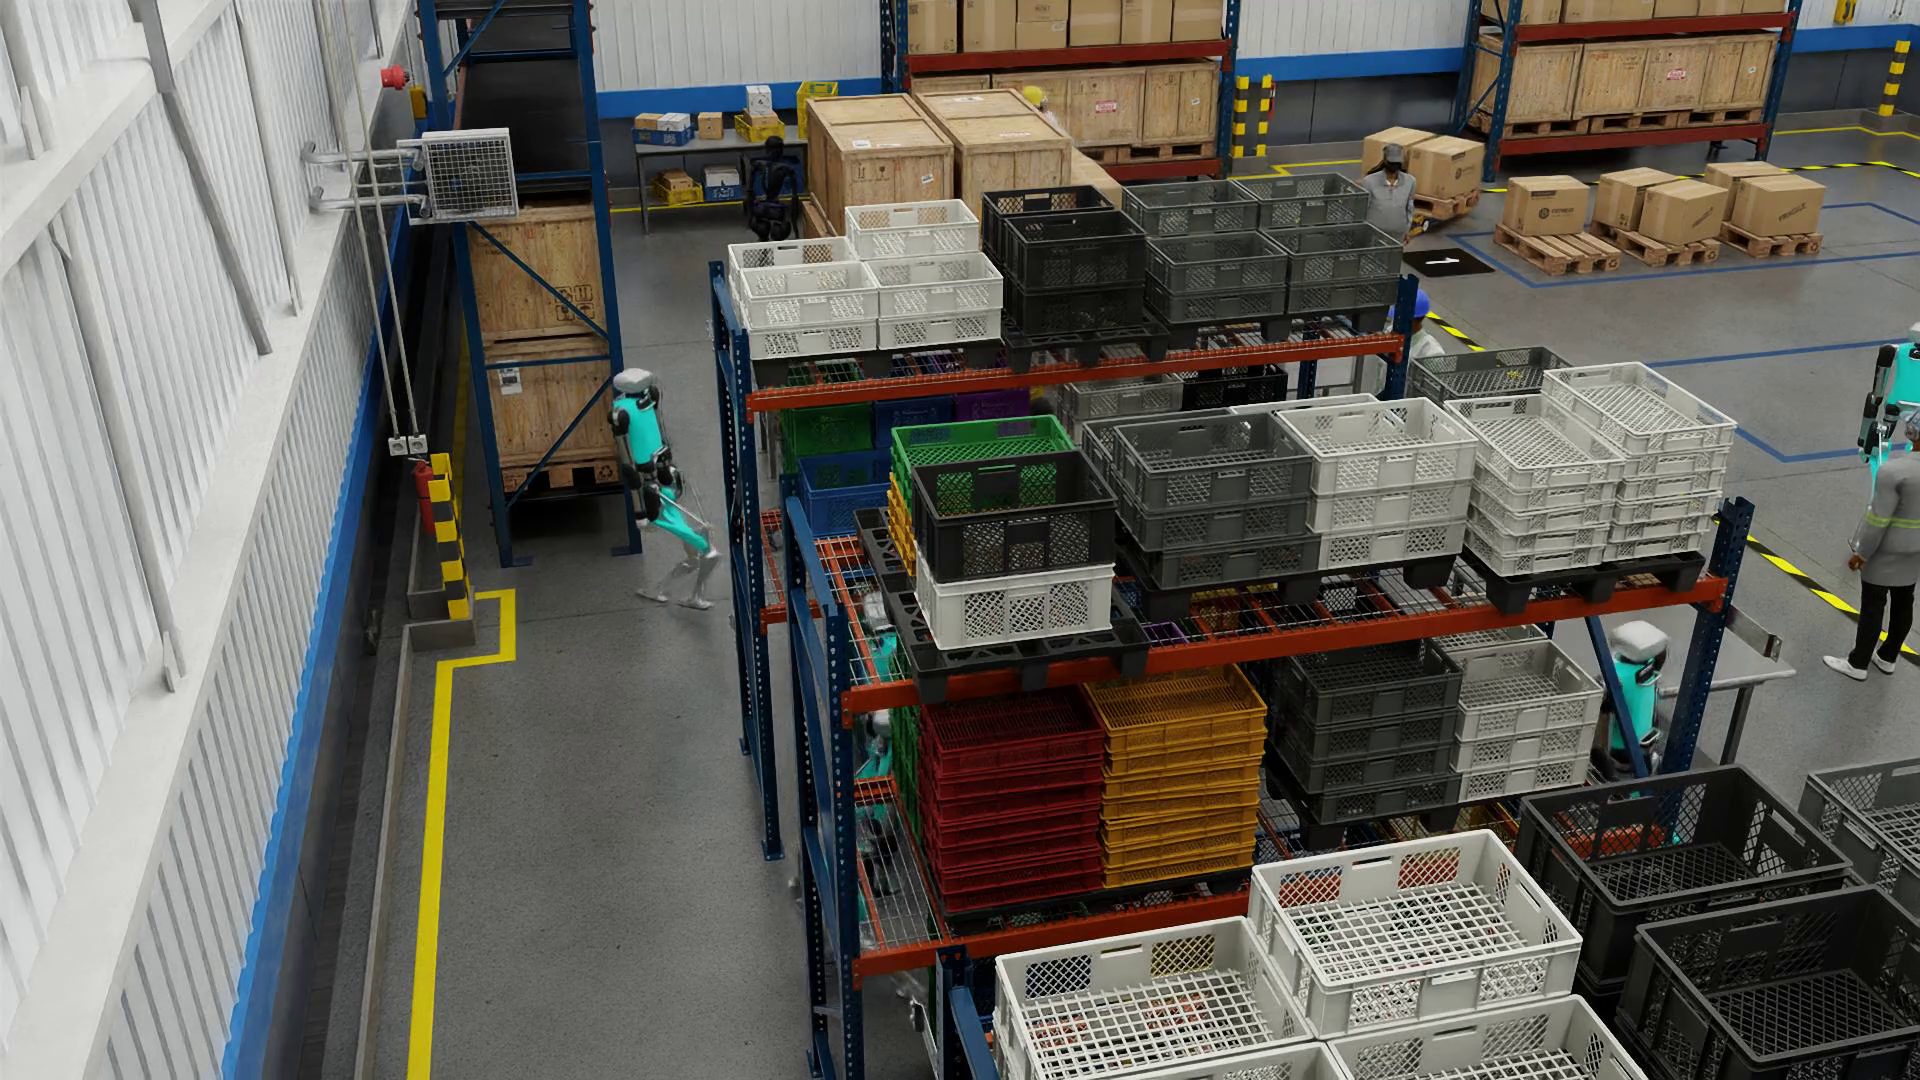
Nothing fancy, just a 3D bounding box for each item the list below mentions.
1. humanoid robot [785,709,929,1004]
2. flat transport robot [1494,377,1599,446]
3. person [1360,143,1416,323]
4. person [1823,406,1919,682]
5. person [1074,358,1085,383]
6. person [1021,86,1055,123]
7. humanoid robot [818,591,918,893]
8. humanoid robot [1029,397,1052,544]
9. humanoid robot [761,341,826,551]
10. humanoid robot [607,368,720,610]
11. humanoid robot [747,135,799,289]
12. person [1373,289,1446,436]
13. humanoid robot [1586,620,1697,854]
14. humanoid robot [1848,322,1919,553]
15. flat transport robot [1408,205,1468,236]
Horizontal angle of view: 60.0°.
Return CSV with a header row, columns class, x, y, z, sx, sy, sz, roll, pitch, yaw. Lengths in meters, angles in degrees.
class,x,y,z,sx,sy,sz,roll,pitch,yaw
humanoid robot,-0.534,1.471,7.697,0.941,1.764,0.571,0,28,0
flat transport robot,4.780,-1.036,14.013,0.659,0.231,1.431,-6,28,-12
person,4.077,-2.959,16.049,0.565,1.769,0.396,-2,28,-5
person,5.793,0.017,10.320,0.587,1.850,0.396,-7,29,-13
person,1.054,-2.009,14.158,0.425,1.854,0.694,10,29,18
person,0.839,-4.015,18.020,0.449,1.799,0.629,8,29,15
humanoid robot,-0.519,1.123,8.388,0.656,1.845,0.545,-8,29,-15
humanoid robot,0.532,-0.132,10.784,0.609,1.639,0.380,-16,32,-27
humanoid robot,-1.176,-0.726,11.956,0.741,1.642,0.601,-11,30,-21
humanoid robot,-1.857,-0.250,10.963,0.877,1.774,0.531,8,29,15
humanoid robot,-1.893,-3.234,16.678,0.592,1.634,0.456,11,30,20
person,3.163,-0.890,11.948,0.425,1.939,0.608,-11,30,-21
humanoid robot,3.357,1.338,8.048,0.545,1.896,0.767,-23,36,-37
humanoid robot,6.519,-0.636,11.535,0.533,1.677,0.735,13,30,23
flat transport robot,5.268,-3.824,19.271,0.652,0.197,1.431,23,35,36
